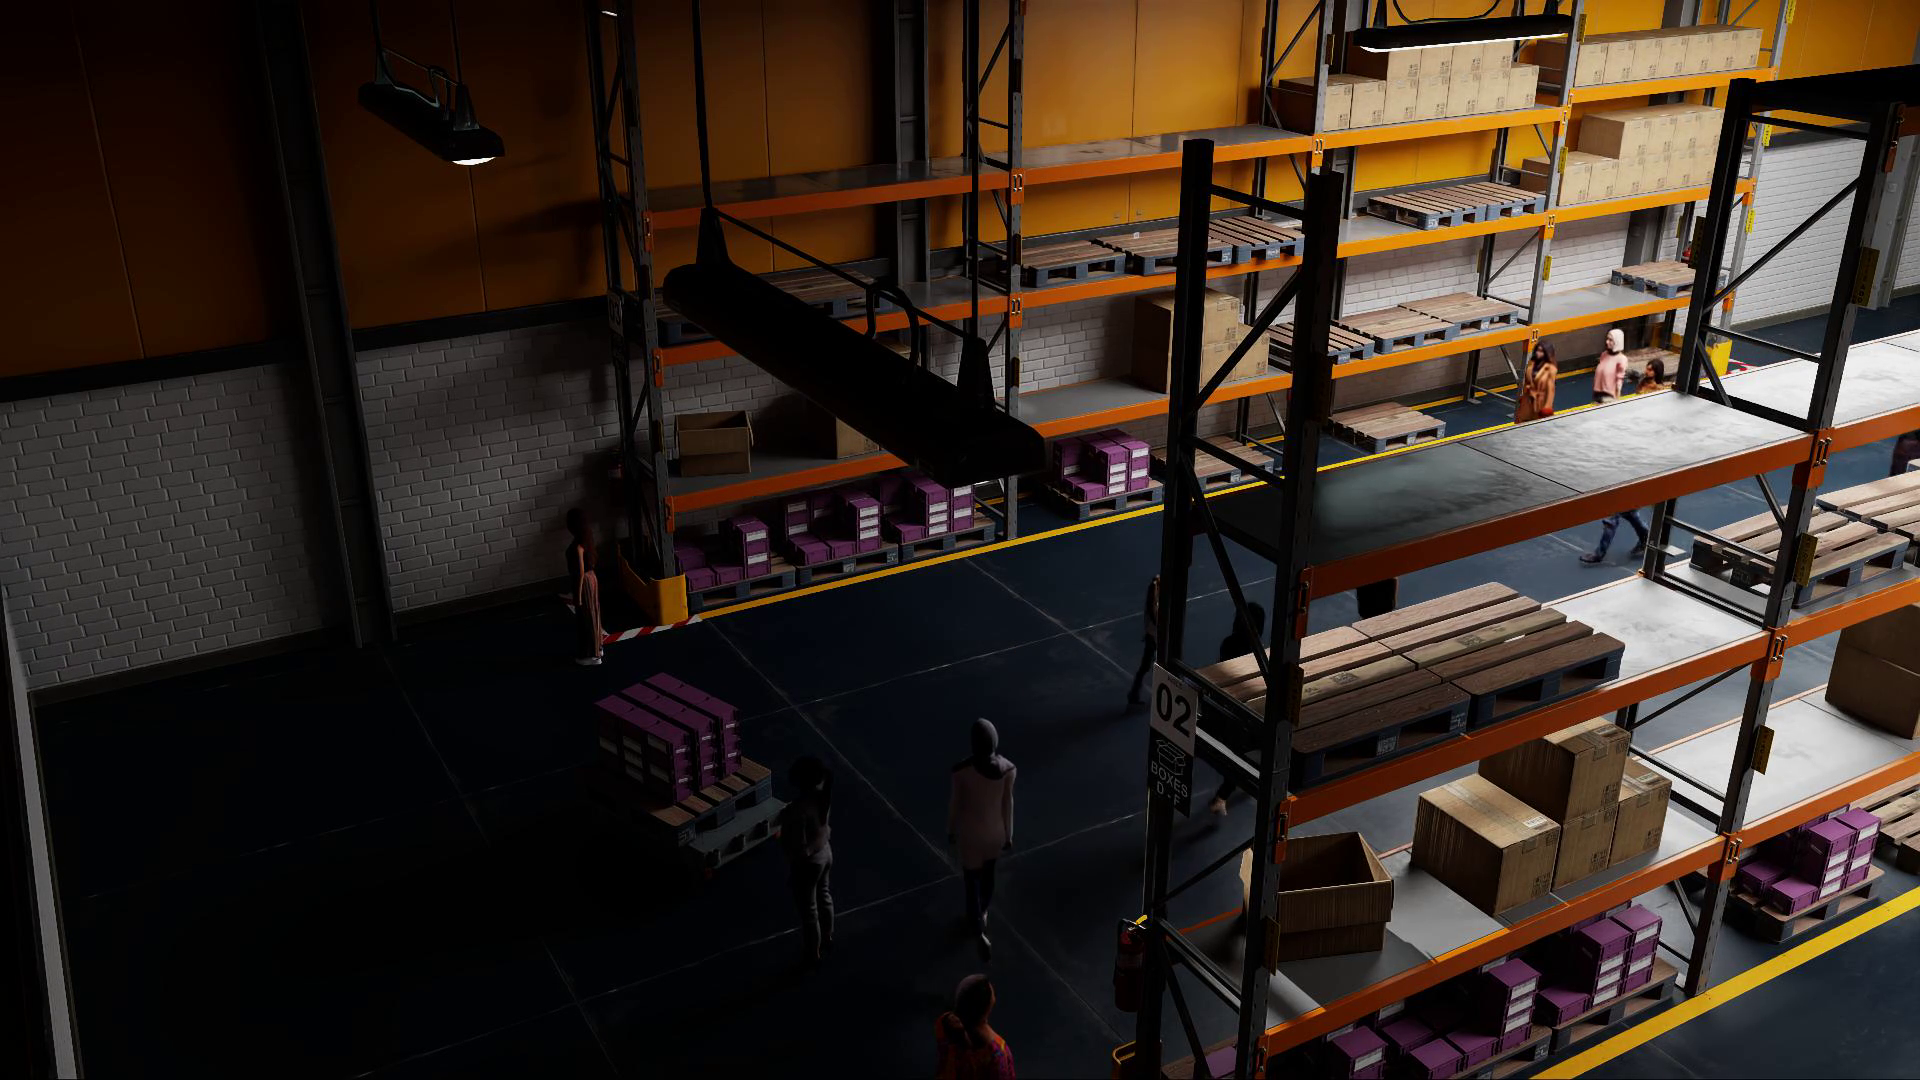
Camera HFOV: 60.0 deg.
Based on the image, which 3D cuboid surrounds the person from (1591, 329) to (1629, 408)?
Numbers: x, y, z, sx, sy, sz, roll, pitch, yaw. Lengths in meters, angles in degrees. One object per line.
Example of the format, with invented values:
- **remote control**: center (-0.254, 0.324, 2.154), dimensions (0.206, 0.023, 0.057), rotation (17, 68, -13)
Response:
- **person**: center (7.998, -1.758, 20.433), dimensions (0.981, 1.706, 0.694), rotation (-9, 25, -20)

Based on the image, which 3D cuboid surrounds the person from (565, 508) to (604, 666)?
- **person**: center (-3.535, 0.422, 15.626), dimensions (0.654, 1.562, 0.634), rotation (0, 24, 0)

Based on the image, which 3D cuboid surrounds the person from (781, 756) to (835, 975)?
- **person**: center (-1.023, 2.212, 11.386), dimensions (0.792, 1.677, 0.711), rotation (10, 25, 21)

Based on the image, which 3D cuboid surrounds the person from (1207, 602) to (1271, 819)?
- **person**: center (2.237, 1.372, 13.181), dimensions (1.183, 1.780, 0.772), rotation (-19, 30, -37)

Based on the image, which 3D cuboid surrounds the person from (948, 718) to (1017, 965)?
- **person**: center (0.168, 2.099, 11.555), dimensions (1.122, 1.749, 0.993), rotation (-2, 24, -4)

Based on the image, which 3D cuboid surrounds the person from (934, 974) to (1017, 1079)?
- **person**: center (0.072, 3.120, 9.304), dimensions (0.739, 1.681, 0.757), rotation (20, 30, 38)

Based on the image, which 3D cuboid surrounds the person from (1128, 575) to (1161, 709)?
- **person**: center (1.731, 0.916, 14.870), dimensions (0.698, 1.261, 0.941), rotation (18, 29, 35)

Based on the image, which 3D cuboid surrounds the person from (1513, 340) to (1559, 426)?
- **person**: center (6.979, -1.553, 20.009), dimensions (1.169, 1.669, 0.788), rotation (-17, 29, -33)

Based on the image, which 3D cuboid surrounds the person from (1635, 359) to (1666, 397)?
- **person**: center (8.078, -1.331, 19.497), dimensions (0.839, 1.673, 0.683), rotation (-6, 24, -13)
